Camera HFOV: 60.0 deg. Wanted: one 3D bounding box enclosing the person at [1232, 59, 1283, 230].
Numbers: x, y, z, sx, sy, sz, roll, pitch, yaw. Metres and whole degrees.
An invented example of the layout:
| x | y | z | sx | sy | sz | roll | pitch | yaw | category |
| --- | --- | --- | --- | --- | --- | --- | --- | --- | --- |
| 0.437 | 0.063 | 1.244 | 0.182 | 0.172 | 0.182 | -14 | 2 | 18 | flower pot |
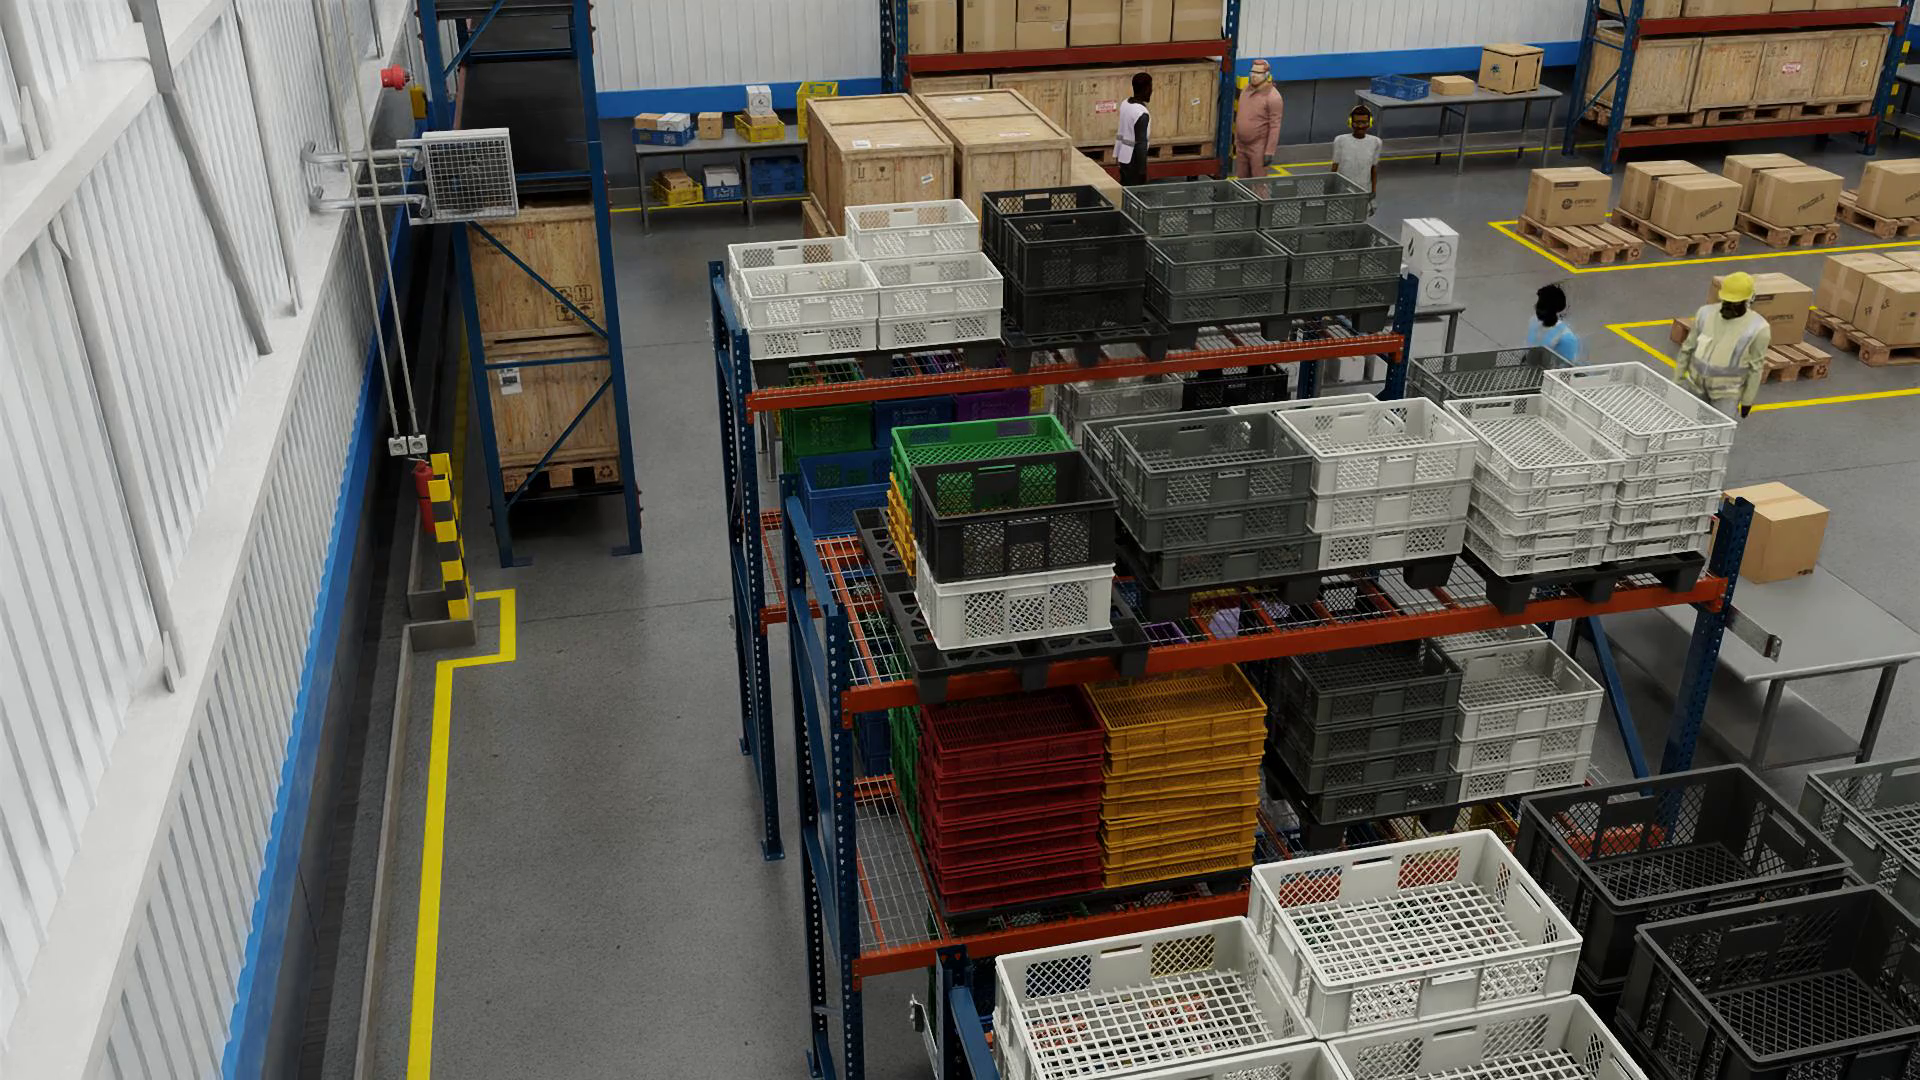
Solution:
| x | y | z | sx | sy | sz | roll | pitch | yaw | category |
| --- | --- | --- | --- | --- | --- | --- | --- | --- | --- |
| 3.282 | -4.427 | 18.668 | 0.410 | 1.913 | 0.651 | -17 | 32 | -28 | person |

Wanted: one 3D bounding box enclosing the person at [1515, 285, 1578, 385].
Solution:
| x | y | z | sx | sy | sz | roll | pitch | yaw | category |
| --- | --- | --- | --- | --- | --- | --- | --- | --- | --- |
| 4.421 | -1.168 | 12.769 | 0.936 | 1.638 | 0.562 | -6 | 28 | -12 | person |

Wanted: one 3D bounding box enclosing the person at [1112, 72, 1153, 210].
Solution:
| x | y | z | sx | sy | sz | roll | pitch | yaw | category |
| --- | --- | --- | --- | --- | --- | --- | --- | --- | --- |
| 1.870 | -4.110 | 18.075 | 0.385 | 1.912 | 0.592 | -8 | 29 | -14 | person |

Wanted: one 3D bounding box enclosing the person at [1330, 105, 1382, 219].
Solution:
| x | y | z | sx | sy | sz | roll | pitch | yaw | category |
| --- | --- | --- | --- | --- | --- | --- | --- | --- | --- |
| 3.990 | -3.491 | 16.938 | 0.514 | 1.873 | 0.329 | 2 | 28 | 3 | person |

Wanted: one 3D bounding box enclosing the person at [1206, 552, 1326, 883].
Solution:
| x | y | z | sx | sy | sz | roll | pitch | yaw | category |
| --- | --- | --- | --- | --- | --- | --- | --- | --- | --- |
| 1.548 | 0.915 | 8.513 | 0.634 | 1.932 | 0.371 | 0 | 28 | -1 | person |

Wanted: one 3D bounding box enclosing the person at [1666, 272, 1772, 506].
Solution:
| x | y | z | sx | sy | sz | roll | pitch | yaw | category |
| --- | --- | --- | --- | --- | --- | --- | --- | --- | --- |
| 5.702 | -1.154 | 12.556 | 0.410 | 1.827 | 0.612 | -19 | 33 | -32 | person |
